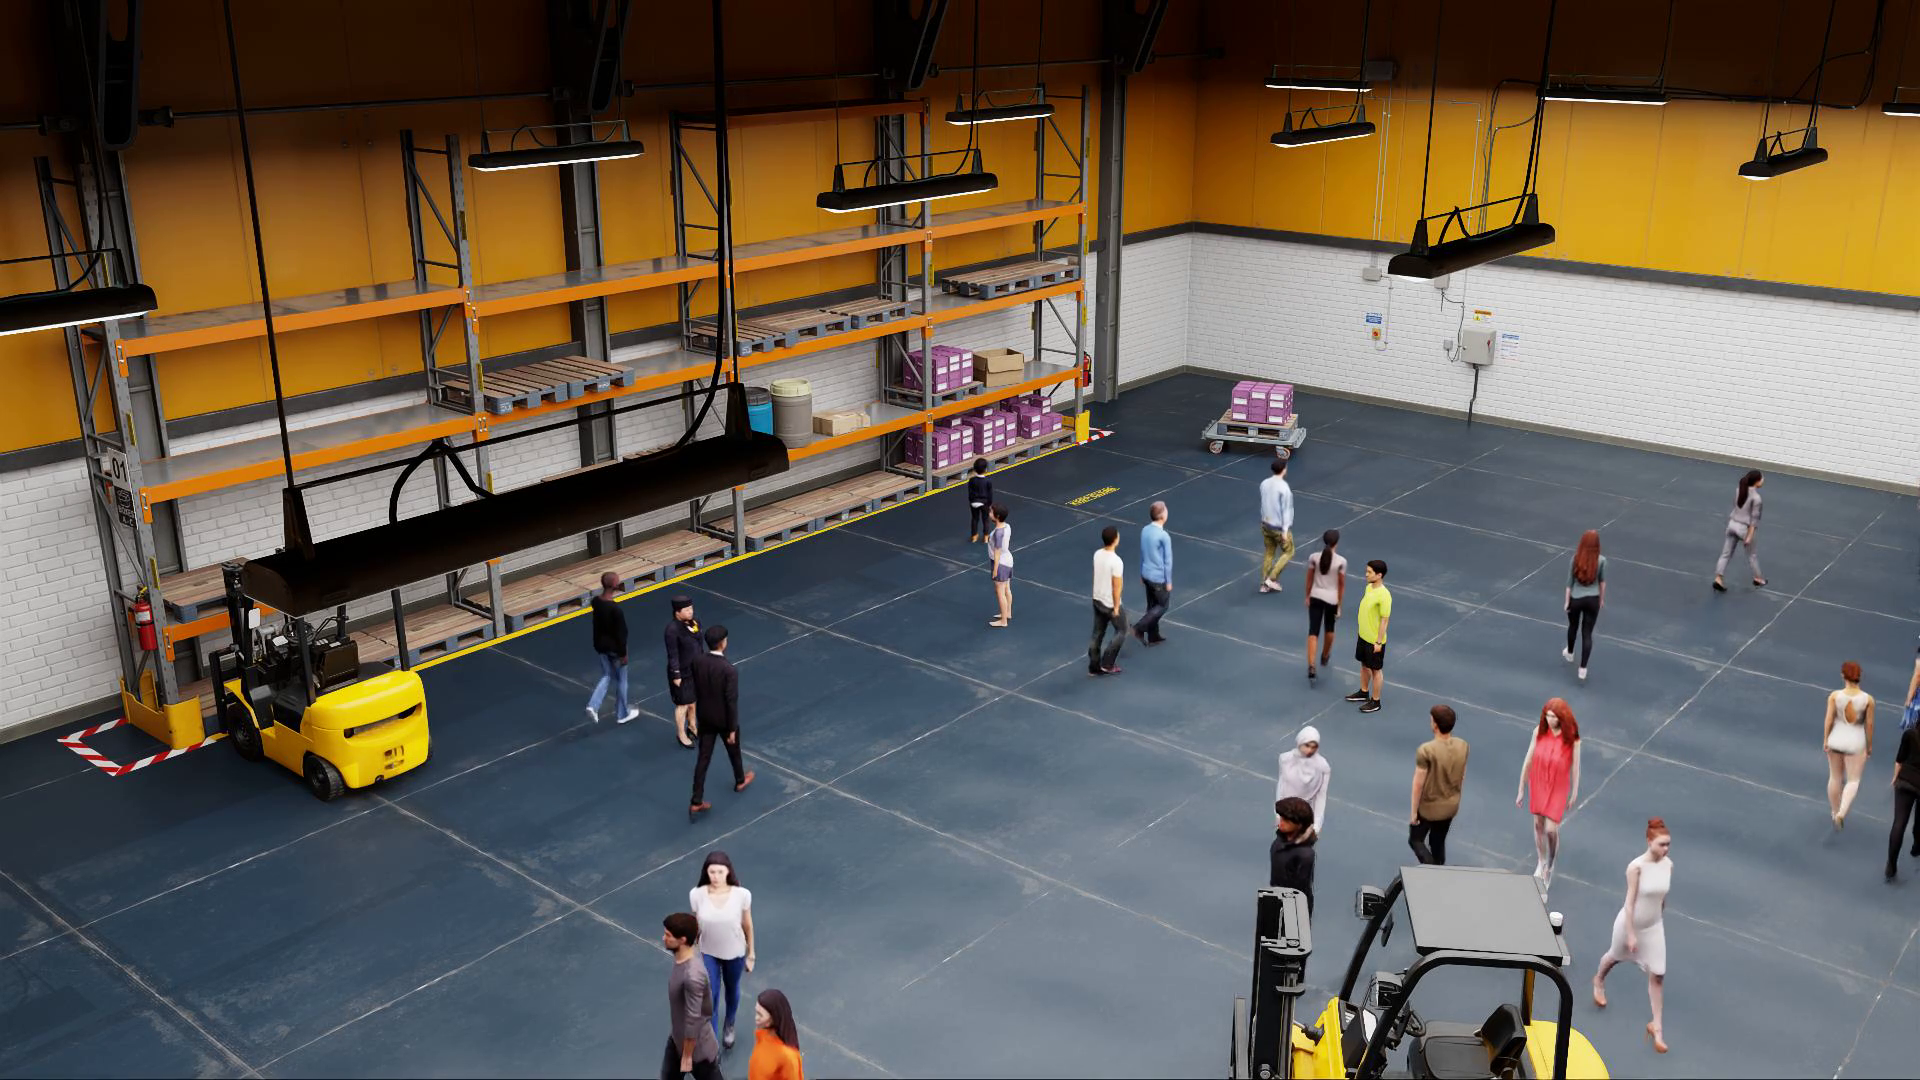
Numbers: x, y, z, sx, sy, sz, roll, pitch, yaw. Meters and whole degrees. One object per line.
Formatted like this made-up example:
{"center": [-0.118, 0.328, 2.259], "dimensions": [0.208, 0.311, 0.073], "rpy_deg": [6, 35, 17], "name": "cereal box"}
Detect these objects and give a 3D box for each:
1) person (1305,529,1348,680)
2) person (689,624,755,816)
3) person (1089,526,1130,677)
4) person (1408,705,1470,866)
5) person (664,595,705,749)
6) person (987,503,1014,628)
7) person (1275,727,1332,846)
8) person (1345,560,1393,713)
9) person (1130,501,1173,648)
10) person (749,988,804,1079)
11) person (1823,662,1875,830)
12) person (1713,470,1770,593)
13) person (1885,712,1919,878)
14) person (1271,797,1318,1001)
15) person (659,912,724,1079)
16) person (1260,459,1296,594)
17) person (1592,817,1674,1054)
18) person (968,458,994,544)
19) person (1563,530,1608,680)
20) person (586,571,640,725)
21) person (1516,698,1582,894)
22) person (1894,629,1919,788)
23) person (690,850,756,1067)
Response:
{"center": [4.135, 0.758, 18.961], "dimensions": [0.911, 1.707, 1.249], "rpy_deg": [6, 20, 17], "name": "person"}
{"center": [-2.389, 1.736, 15.847], "dimensions": [0.938, 1.839, 1.275], "rpy_deg": [8, 20, 22], "name": "person"}
{"center": [1.604, 0.727, 18.925], "dimensions": [0.705, 1.787, 0.705], "rpy_deg": [-15, 24, -37], "name": "person"}
{"center": [4.109, 2.307, 14.151], "dimensions": [0.975, 1.840, 0.982], "rpy_deg": [-6, 19, -17], "name": "person"}
{"center": [-2.844, 1.352, 17.251], "dimensions": [0.808, 1.672, 0.641], "rpy_deg": [9, 21, 26], "name": "person"}
{"center": [0.515, 0.284, 20.595], "dimensions": [0.704, 1.562, 0.600], "rpy_deg": [4, 19, 13], "name": "person"}
{"center": [2.927, 2.357, 14.134], "dimensions": [0.547, 1.756, 0.605], "rpy_deg": [-15, 24, -38], "name": "person"}
{"center": [4.514, 1.018, 18.185], "dimensions": [0.724, 1.709, 0.702], "rpy_deg": [-5, 19, -14], "name": "person"}
{"center": [2.276, 0.434, 19.766], "dimensions": [0.953, 1.807, 0.826], "rpy_deg": [-11, 22, -30], "name": "person"}
{"center": [-1.072, 3.580, 10.528], "dimensions": [0.801, 1.740, 0.736], "rpy_deg": [-11, 21, -29], "name": "person"}
{"center": [8.282, 1.952, 15.552], "dimensions": [0.667, 1.619, 0.876], "rpy_deg": [12, 22, 32], "name": "person"}
{"center": [10.046, -0.080, 21.557], "dimensions": [1.121, 1.637, 0.926], "rpy_deg": [-8, 20, -22], "name": "person"}
{"center": [8.450, 2.239, 14.734], "dimensions": [0.600, 1.597, 1.069], "rpy_deg": [14, 23, 36], "name": "person"}
{"center": [2.626, 2.773, 12.886], "dimensions": [0.729, 1.765, 0.727], "rpy_deg": [-7, 20, -21], "name": "person"}
{"center": [-1.690, 3.334, 11.140], "dimensions": [1.277, 1.815, 1.005], "rpy_deg": [-8, 20, -24], "name": "person"}
{"center": [4.027, -0.154, 21.524], "dimensions": [0.781, 1.799, 0.788], "rpy_deg": [-10, 21, -28], "name": "person"}
{"center": [5.051, 2.902, 12.530], "dimensions": [1.045, 1.747, 1.043], "rpy_deg": [-4, 19, -12], "name": "person"}
{"center": [0.291, -0.570, 23.659], "dimensions": [0.573, 1.225, 0.592], "rpy_deg": [5, 19, 15], "name": "person"}
{"center": [7.126, 0.770, 18.938], "dimensions": [0.920, 1.697, 1.203], "rpy_deg": [5, 19, 14], "name": "person"}
{"center": [-3.762, 1.181, 17.660], "dimensions": [0.662, 1.735, 0.915], "rpy_deg": [12, 22, 32], "name": "person"}
{"center": [5.185, 2.186, 14.561], "dimensions": [0.582, 1.808, 0.627], "rpy_deg": [15, 24, 37], "name": "person"}
{"center": [9.514, 1.636, 16.236], "dimensions": [0.797, 1.781, 0.945], "rpy_deg": [-3, 19, -8], "name": "person"}
{"center": [-1.751, 3.023, 12.302], "dimensions": [0.950, 1.663, 1.008], "rpy_deg": [-2, 19, -5], "name": "person"}
